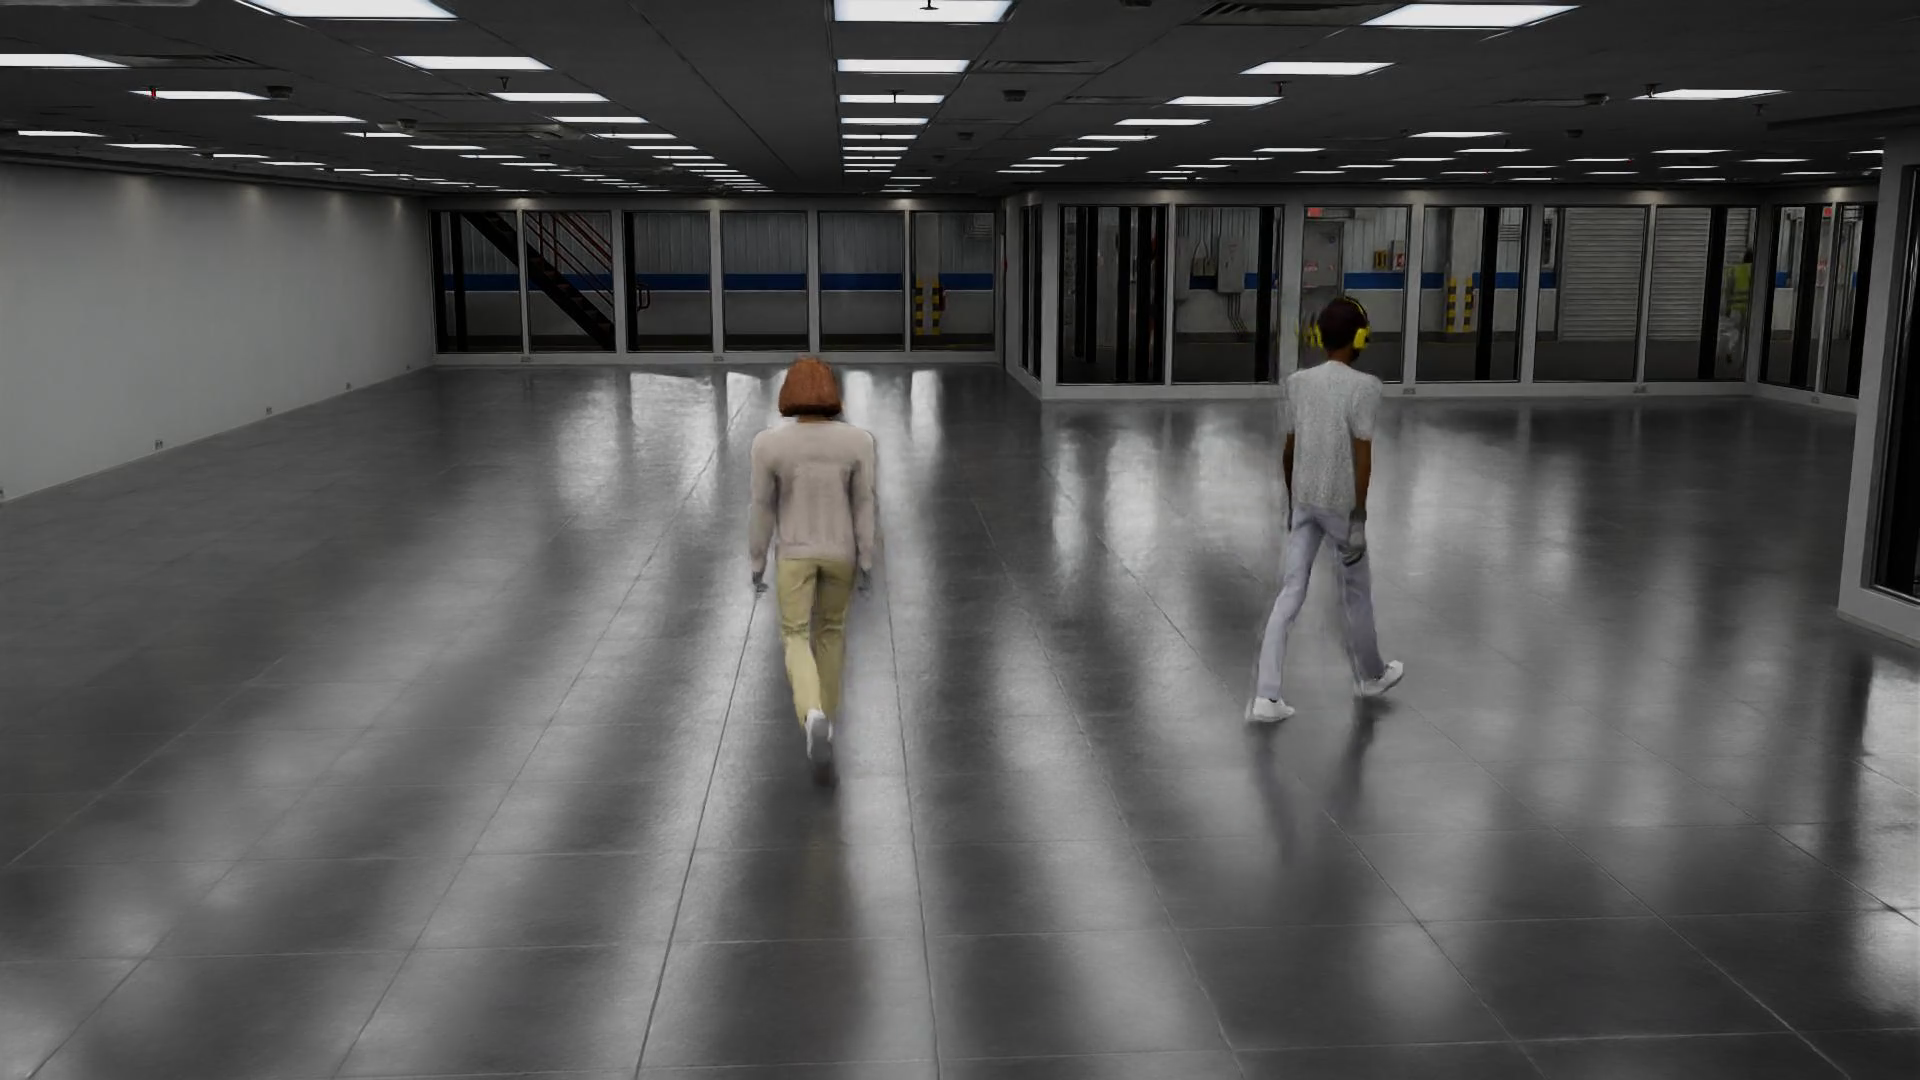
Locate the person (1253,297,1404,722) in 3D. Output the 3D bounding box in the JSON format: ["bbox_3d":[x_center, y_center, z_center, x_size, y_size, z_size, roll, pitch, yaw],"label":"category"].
[{"bbox_3d":[1.595,-0.137,7.211,0.518,1.807,1.020,10,14,42],"label":"person"}]

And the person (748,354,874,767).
[{"bbox_3d":[-0.568,0.084,6.553,0.499,1.613,0.681,-3,11,-15],"label":"person"}]
